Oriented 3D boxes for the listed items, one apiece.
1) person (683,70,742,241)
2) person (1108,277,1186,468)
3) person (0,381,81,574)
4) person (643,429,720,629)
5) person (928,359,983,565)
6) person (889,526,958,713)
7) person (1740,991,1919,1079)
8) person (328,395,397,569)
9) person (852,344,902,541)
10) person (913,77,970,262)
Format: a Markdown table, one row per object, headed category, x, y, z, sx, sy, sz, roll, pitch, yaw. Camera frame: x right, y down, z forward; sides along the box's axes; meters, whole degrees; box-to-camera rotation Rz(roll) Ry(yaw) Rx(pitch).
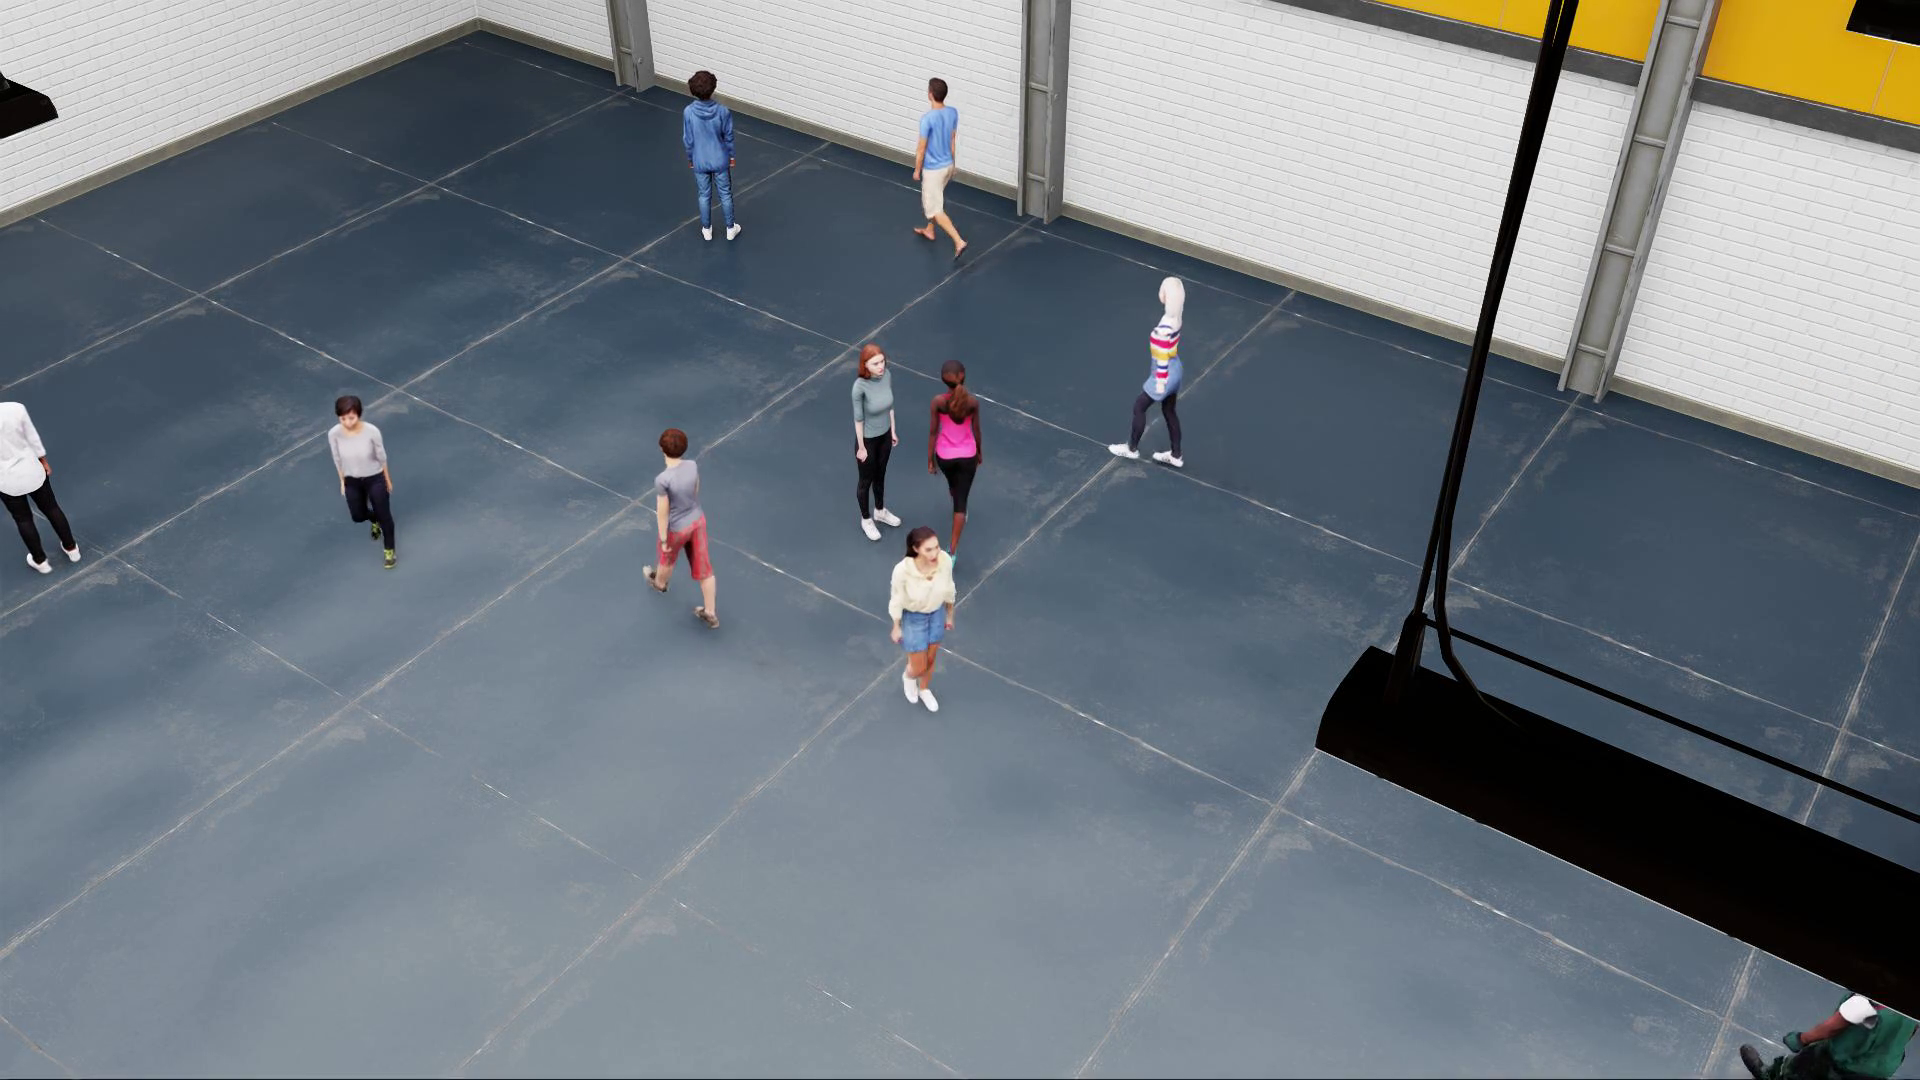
| category | x | y | z | sx | sy | sz | roll | pitch | yaw |
| --- | --- | --- | --- | --- | --- | --- | --- | --- | --- |
| person | -2.577 | -3.962 | 17.173 | 0.714 | 1.808 | 0.816 | -1 | 39 | -1 |
| person | 1.801 | -1.367 | 13.942 | 0.952 | 1.785 | 0.779 | 15 | 41 | 18 |
| person | -7.309 | -0.540 | 12.891 | 0.671 | 1.805 | 0.628 | -29 | 47 | -31 |
| person | -2.000 | -0.040 | 12.424 | 0.785 | 1.606 | 1.148 | -28 | 47 | -31 |
| person | -0.028 | -0.571 | 13.034 | 1.135 | 1.674 | 0.981 | 5 | 39 | 6 |
| person | -0.292 | 0.524 | 11.708 | 0.758 | 1.618 | 0.775 | -17 | 42 | -20 |
| person | 4.795 | 2.786 | 8.748 | 1.057 | 1.779 | 1.293 | -19 | 42 | -22 |
| person | -4.664 | -0.522 | 13.079 | 0.790 | 1.543 | 0.841 | -3 | 39 | -4 |
| person | -0.685 | -0.805 | 13.272 | 0.582 | 1.743 | 0.605 | 30 | 48 | 32 |
| person | -0.180 | -3.738 | 16.873 | 1.178 | 1.833 | 0.738 | 30 | 47 | 32 |
